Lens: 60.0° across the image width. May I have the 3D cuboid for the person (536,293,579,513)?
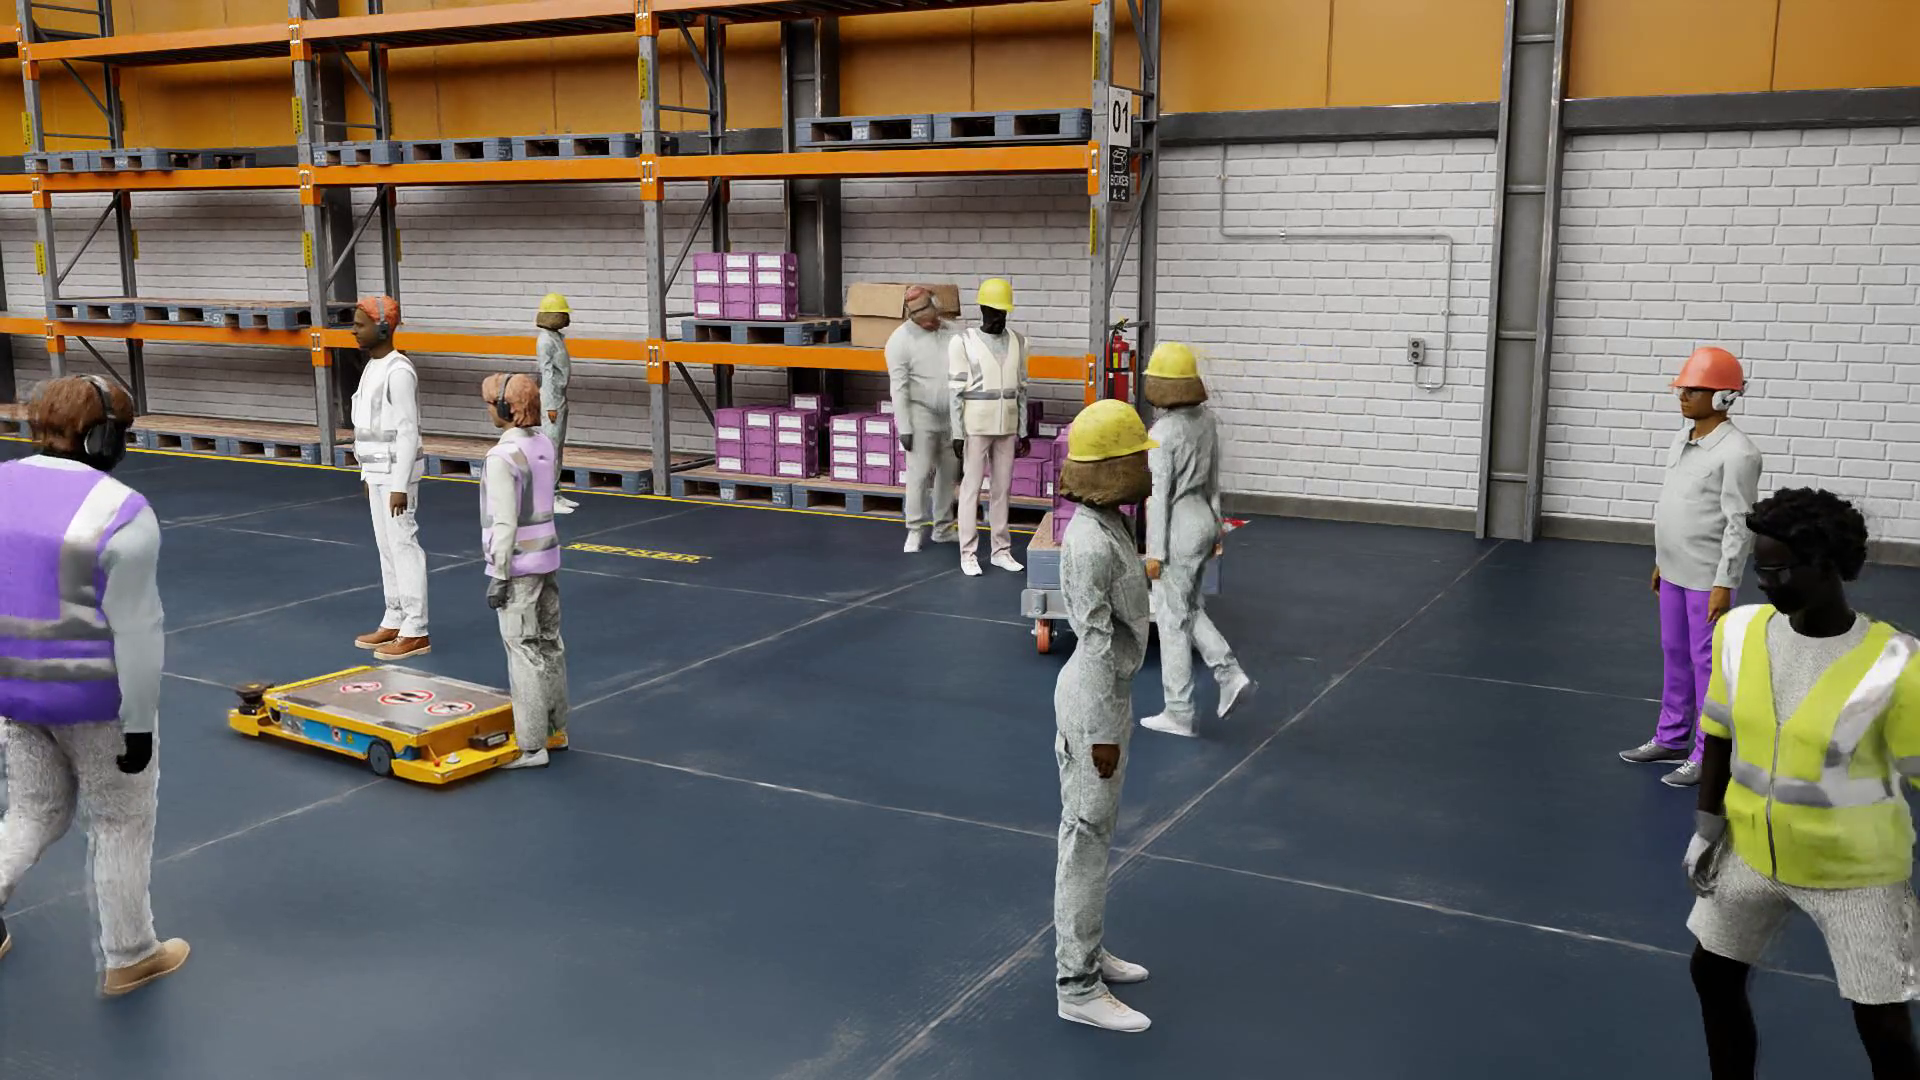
[{"bbox_3d":[-3.209,-1.090,13.264,0.314,1.743,0.493,-1,10,-4],"label":"person"}]

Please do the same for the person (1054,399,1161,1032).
[{"bbox_3d":[0.408,0.479,4.659,0.289,1.746,0.486,1,10,6],"label":"person"}]

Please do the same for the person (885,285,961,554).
[{"bbox_3d":[-0.161,-0.841,11.618,0.784,1.871,0.435,-9,14,-41],"label":"person"}]

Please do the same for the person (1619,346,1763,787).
[{"bbox_3d":[2.947,0.104,6.680,0.322,1.755,0.563,-1,10,-6],"label":"person"}]

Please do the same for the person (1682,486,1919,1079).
[{"bbox_3d":[1.904,0.710,3.621,0.396,1.671,0.668,-6,12,-29],"label":"person"}]

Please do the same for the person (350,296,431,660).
[{"bbox_3d":[-2.985,-0.323,8.681,0.356,1.882,0.574,-7,13,-35],"label":"person"}]

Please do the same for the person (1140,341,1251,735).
[{"bbox_3d":[0.999,0.003,7.285,0.466,1.733,0.519,8,13,38],"label":"person"}]

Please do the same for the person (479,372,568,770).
[{"bbox_3d":[-1.804,0.128,6.872,0.306,1.639,0.524,2,10,9],"label":"person"}]

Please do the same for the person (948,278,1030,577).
[{"bbox_3d":[0.205,-0.732,10.806,0.586,1.925,0.369,-6,12,-29],"label":"person"}]

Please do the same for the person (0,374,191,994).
[{"bbox_3d":[-2.501,0.460,4.588,0.649,1.815,0.714,2,11,13],"label":"person"}]

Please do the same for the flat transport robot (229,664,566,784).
[{"bbox_3d":[-2.440,0.759,7.167,1.431,0.197,0.652,7,12,34],"label":"flat transport robot"}]
